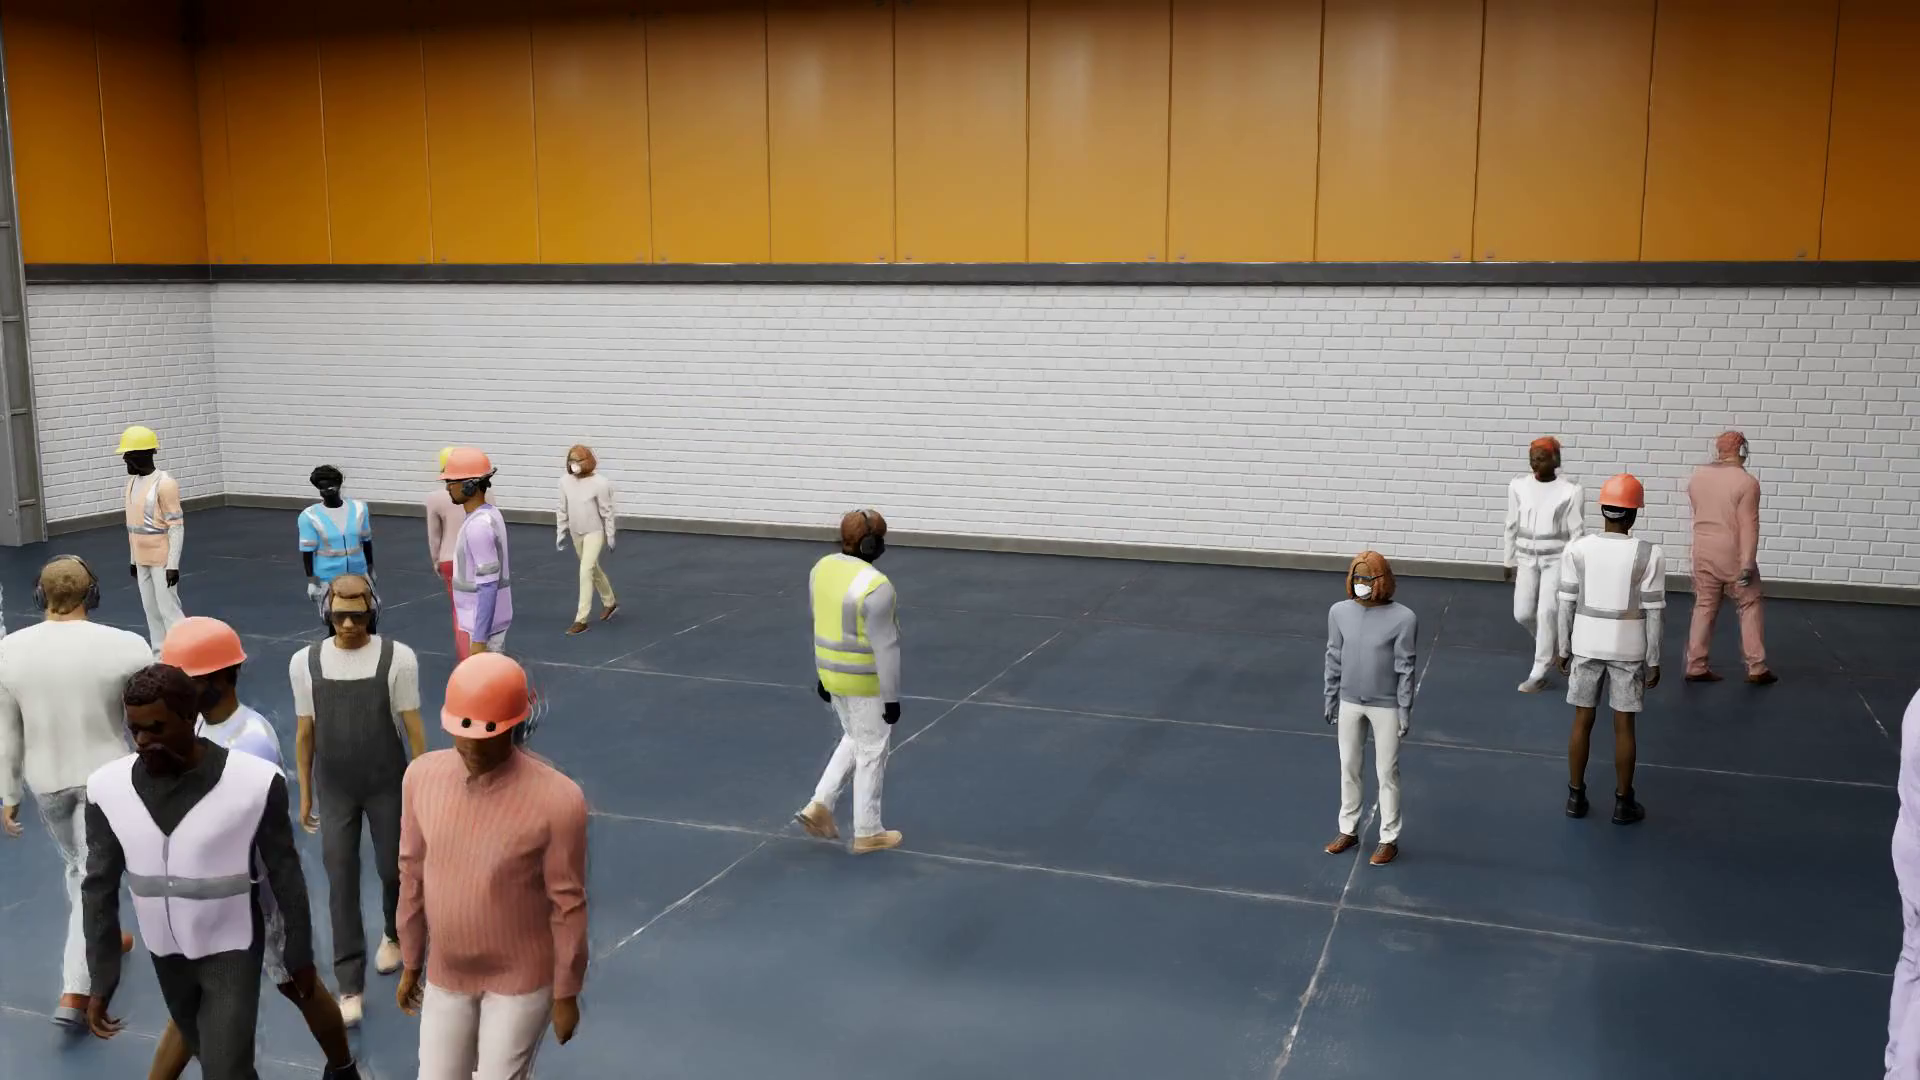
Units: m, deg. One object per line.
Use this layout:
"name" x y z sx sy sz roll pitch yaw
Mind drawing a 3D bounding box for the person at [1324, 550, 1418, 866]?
"person" 2.102 0.854 8.560 0.494 1.624 0.279 7 12 38

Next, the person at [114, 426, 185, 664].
"person" -5.901 0.126 12.142 0.594 1.924 0.383 7 11 36

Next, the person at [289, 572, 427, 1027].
"person" -2.486 1.018 6.927 0.517 1.829 0.734 -2 9 -11

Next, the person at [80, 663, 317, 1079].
"person" -2.336 1.297 5.028 0.596 1.871 0.955 1 9 5

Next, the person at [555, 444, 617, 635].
"person" -3.165 -0.042 14.211 0.494 1.590 0.849 4 10 26

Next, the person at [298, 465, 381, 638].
"person" -4.505 0.264 12.089 0.588 1.659 0.369 -8 12 -42

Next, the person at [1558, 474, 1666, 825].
"person" 3.590 0.598 9.181 0.553 1.935 0.362 6 11 32

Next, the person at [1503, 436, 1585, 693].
"person" 4.282 0.158 12.143 0.605 1.867 0.667 9 13 43

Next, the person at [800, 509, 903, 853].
"person" -0.531 0.740 8.638 0.458 1.826 0.649 -7 11 -37

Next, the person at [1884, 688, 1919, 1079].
"person" 3.468 1.163 5.805 0.399 1.900 0.662 5 10 28

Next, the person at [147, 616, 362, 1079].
"person" -2.530 1.195 5.625 1.045 1.878 0.568 -9 13 -43

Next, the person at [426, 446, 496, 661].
"person" -3.718 0.159 12.532 0.557 1.728 0.410 -1 9 -4

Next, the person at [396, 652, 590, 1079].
"person" -1.363 1.258 4.990 0.636 1.966 0.631 3 10 20

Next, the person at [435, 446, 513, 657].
"person" -2.790 0.473 9.623 0.394 2.042 0.611 -2 9 -13

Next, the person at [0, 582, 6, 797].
"person" -5.554 0.709 9.241 0.499 1.697 0.917 -3 10 -16

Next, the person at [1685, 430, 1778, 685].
"person" 5.667 0.132 12.289 0.652 1.877 0.675 -3 10 -20

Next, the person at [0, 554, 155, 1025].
"person" -3.616 0.999 6.843 0.647 1.898 1.011 -2 9 -10
